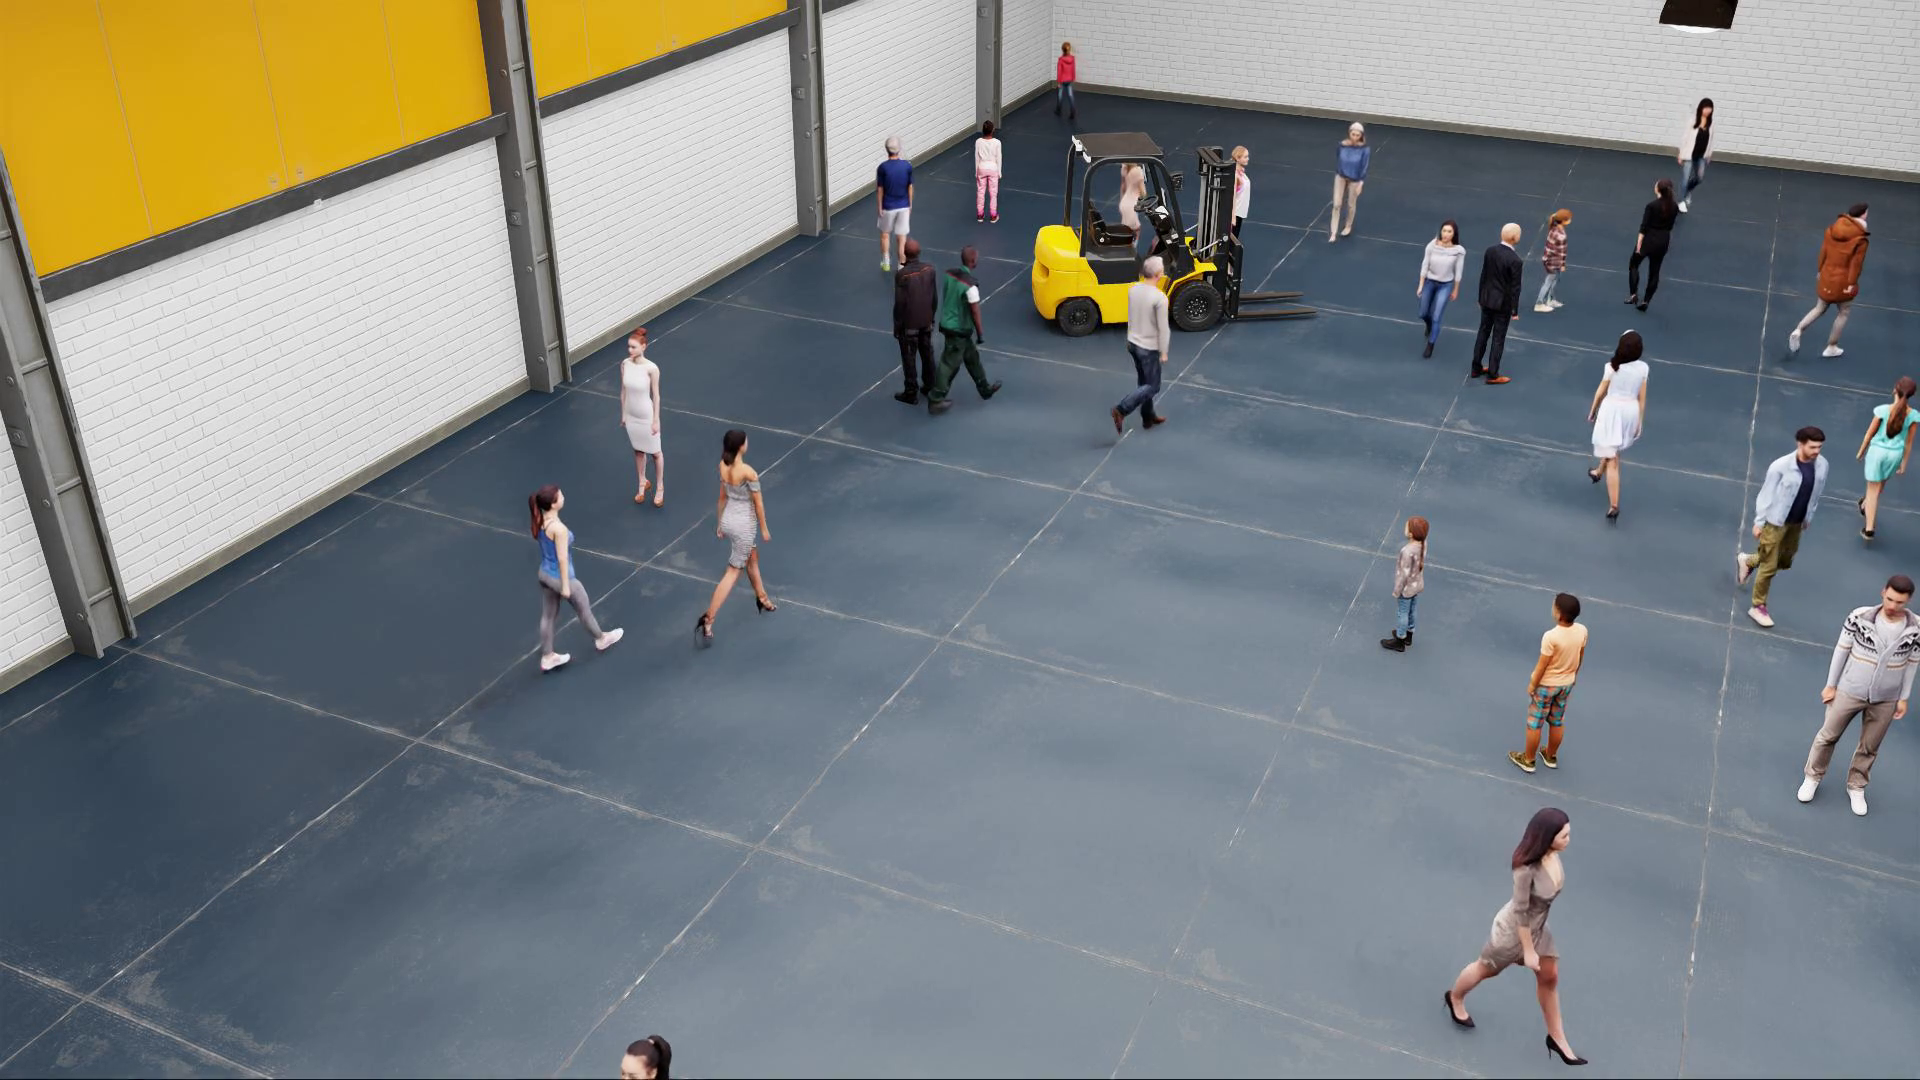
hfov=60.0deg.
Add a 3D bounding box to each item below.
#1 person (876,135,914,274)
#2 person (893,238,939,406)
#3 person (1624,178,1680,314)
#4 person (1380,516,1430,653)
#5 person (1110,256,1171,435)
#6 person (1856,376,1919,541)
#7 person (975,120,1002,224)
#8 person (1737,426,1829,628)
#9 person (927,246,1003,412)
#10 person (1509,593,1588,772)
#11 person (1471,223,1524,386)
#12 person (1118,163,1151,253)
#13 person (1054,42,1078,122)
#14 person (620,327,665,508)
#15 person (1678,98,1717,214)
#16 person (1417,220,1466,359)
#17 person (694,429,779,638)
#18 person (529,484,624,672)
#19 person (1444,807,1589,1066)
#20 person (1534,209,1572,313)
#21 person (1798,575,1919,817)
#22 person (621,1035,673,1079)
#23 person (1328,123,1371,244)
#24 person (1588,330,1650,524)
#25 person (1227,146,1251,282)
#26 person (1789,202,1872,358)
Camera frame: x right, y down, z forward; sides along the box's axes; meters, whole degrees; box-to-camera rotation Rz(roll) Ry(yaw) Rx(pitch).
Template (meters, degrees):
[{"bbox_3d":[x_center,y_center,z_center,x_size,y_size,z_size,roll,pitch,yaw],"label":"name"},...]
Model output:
[{"bbox_3d":[-0.815,-4.220,21.268,0.853,1.817,0.934,-4,29,-8],"label":"person"},{"bbox_3d":[-0.475,-2.351,17.835,0.730,1.823,0.850,-18,33,-30],"label":"person"},{"bbox_3d":[8.451,-3.535,20.193,0.727,1.644,0.767,-3,29,-5],"label":"person"},{"bbox_3d":[3.658,0.350,13.540,0.604,1.194,0.481,24,37,37],"label":"person"},{"bbox_3d":[1.858,-1.954,17.037,1.195,1.890,1.055,-19,34,-30],"label":"person"},{"bbox_3d":[8.436,-0.725,15.170,0.634,1.520,1.092,10,30,17],"label":"person"},{"bbox_3d":[0.389,-5.226,23.498,0.580,1.447,0.574,4,29,7],"label":"person"},{"bbox_3d":[6.814,-0.182,13.901,1.007,1.784,1.121,-5,29,-9],"label":"person"},{"bbox_3d":[-0.090,-2.170,17.554,1.248,1.774,1.123,-15,32,-26],"label":"person"},{"bbox_3d":[4.292,1.026,12.024,0.619,1.459,0.679,-8,30,-14],"label":"person"},{"bbox_3d":[5.931,-2.616,18.348,0.785,1.797,0.774,-15,32,-26],"label":"person"},{"bbox_3d":[2.078,-4.165,21.177,0.954,1.807,0.892,-9,30,-16],"label":"person"},{"bbox_3d":[1.843,-7.811,28.396,0.895,1.294,0.929,-12,31,-20],"label":"person"},{"bbox_3d":[-2.975,-1.147,15.661,0.571,1.791,0.468,12,31,21],"label":"person"},{"bbox_3d":[10.533,-5.557,23.914,0.748,1.629,0.805,2,29,3],"label":"person"},{"bbox_3d":[5.488,-2.914,19.081,0.614,1.618,0.812,13,31,22],"label":"person"},{"bbox_3d":[-1.873,-0.009,13.589,1.171,1.777,0.863,-25,37,-38],"label":"person"},{"bbox_3d":[-3.243,0.329,13.173,1.028,1.583,0.792,-25,38,-38],"label":"person"},{"bbox_3d":[3.135,2.236,9.563,0.905,1.693,1.103,25,37,38],"label":"person"},{"bbox_3d":[7.196,-3.415,20.338,0.720,1.294,0.655,0,29,1],"label":"person"},{"bbox_3d":[6.328,1.038,11.584,0.690,1.859,0.548,11,31,19],"label":"person"},{"bbox_3d":[-1.427,3.040,8.107,0.572,1.675,0.580,12,31,21],"label":"person"},{"bbox_3d":[5.306,-4.901,22.705,0.654,1.637,1.009,12,31,22],"label":"person"},{"bbox_3d":[6.113,-1.006,15.442,0.951,1.752,1.281,1,29,2],"label":"person"},{"bbox_3d":[3.479,-4.118,21.111,0.676,1.788,0.469,11,30,19],"label":"person"},{"bbox_3d":[9.914,-2.929,18.902,1.125,1.816,1.029,-14,31,-23],"label":"person"}]
